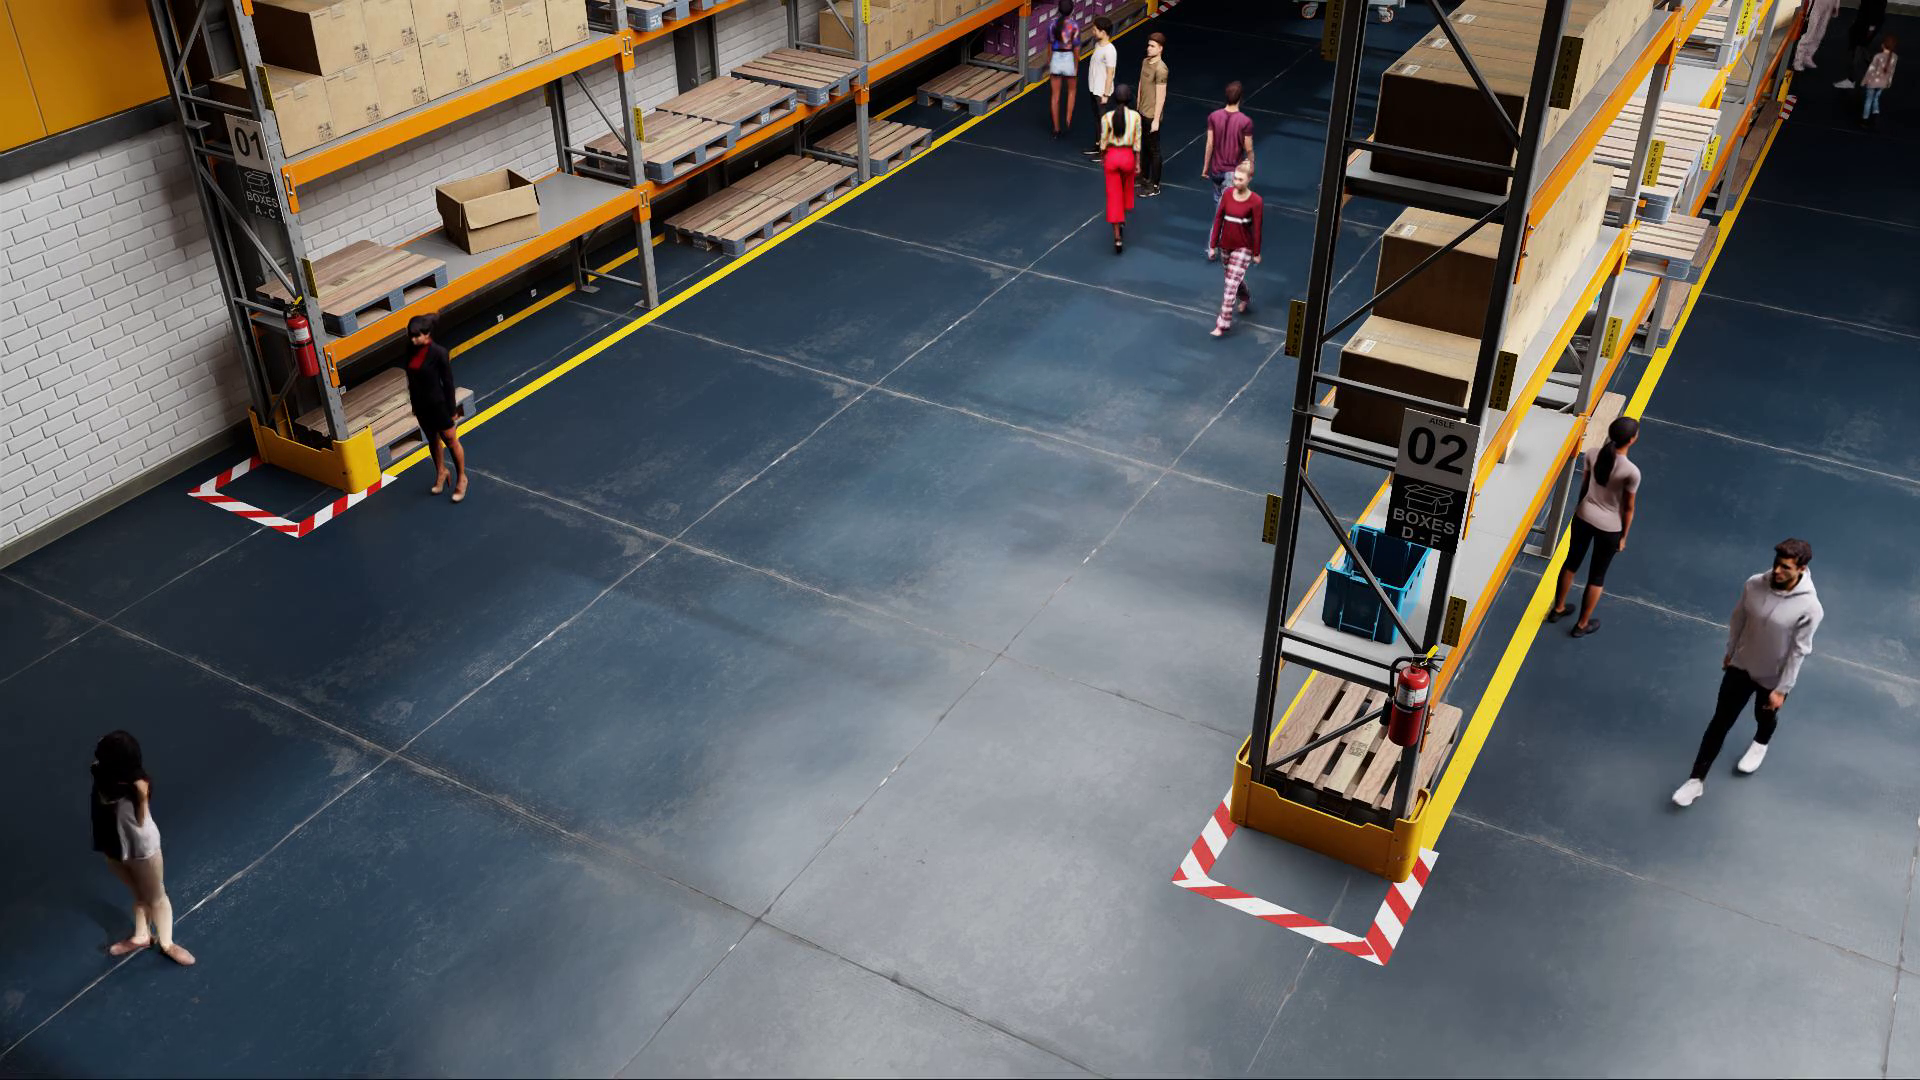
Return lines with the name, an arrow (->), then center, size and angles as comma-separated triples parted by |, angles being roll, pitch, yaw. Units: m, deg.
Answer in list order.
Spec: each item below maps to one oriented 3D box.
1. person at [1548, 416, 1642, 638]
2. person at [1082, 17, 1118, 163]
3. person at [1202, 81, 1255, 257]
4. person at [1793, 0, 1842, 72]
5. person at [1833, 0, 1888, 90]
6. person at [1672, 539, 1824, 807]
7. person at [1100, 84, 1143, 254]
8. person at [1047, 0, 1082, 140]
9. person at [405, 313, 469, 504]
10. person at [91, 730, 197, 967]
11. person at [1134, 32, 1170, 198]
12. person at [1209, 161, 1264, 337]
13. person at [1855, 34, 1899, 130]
person -> 4.572, -0.106, 11.946 | 0.650, 1.745, 0.661 | -24, 40, -31
person -> 1.713, -5.432, 19.983 | 0.755, 1.717, 0.692 | -8, 34, -11
person -> 2.795, -3.884, 17.570 | 0.685, 1.810, 1.149 | 17, 37, 24
person -> 11.787, -7.311, 22.860 | 0.774, 1.661, 0.829 | -15, 36, -21
person -> 12.182, -6.873, 22.123 | 0.868, 1.748, 0.882 | 6, 34, 9
person -> 5.108, 0.790, 10.474 | 1.282, 1.882, 0.908 | -28, 43, -35
person -> 1.696, -3.898, 17.639 | 0.887, 1.759, 1.061 | 1, 34, 1
person -> 1.250, -5.801, 20.528 | 0.679, 1.728, 0.722 | 7, 34, 11
person -> -4.273, -1.083, 13.510 | 0.588, 1.640, 0.612 | 15, 36, 21
person -> -4.750, 1.701, 9.321 | 0.648, 1.641, 0.723 | 16, 37, 23
person -> 2.187, -4.878, 19.030 | 0.782, 1.850, 0.744 | -12, 35, -17
person -> 2.723, -2.862, 16.166 | 0.736, 1.662, 1.091 | 24, 40, 31
person -> 11.581, -5.759, 20.955 | 0.600, 1.187, 0.659 | -3, 34, -5
